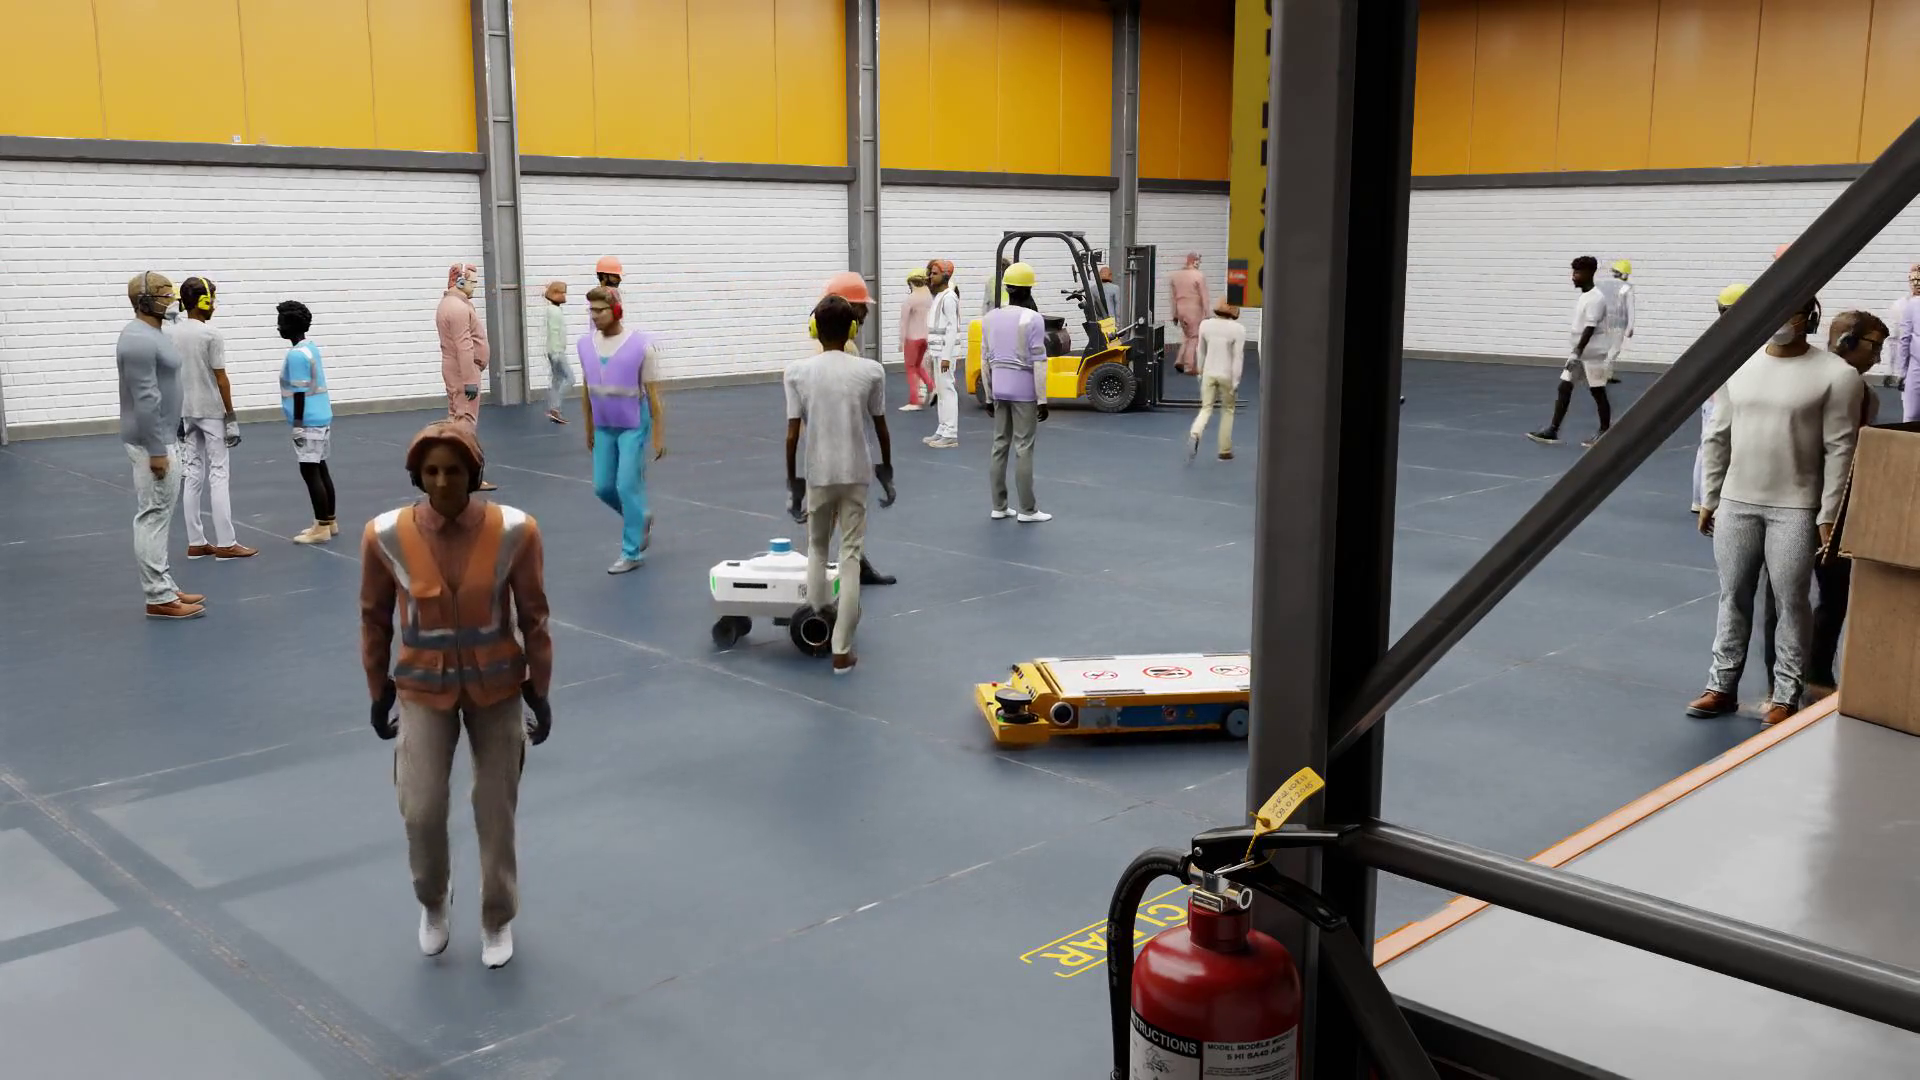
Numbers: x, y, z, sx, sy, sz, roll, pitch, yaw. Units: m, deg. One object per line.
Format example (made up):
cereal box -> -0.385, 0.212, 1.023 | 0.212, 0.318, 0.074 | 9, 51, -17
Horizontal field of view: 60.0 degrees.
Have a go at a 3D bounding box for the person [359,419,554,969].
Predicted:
person -> -1.436, 0.459, 4.784 | 0.528, 1.624, 0.384 | -3, 11, -16

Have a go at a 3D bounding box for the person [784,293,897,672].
person -> -0.584, -0.297, 8.301 | 0.528, 1.848, 0.705 | 0, 10, 2

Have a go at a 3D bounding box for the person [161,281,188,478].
person -> -6.817, -1.368, 14.417 | 0.324, 1.743, 0.491 | 2, 11, 13

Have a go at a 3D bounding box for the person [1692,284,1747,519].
person -> 5.770, -1.040, 12.562 | 0.330, 1.768, 0.526 | 3, 11, 14

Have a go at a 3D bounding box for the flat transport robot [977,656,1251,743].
flat transport robot -> 0.828, 0.676, 7.288 | 1.431, 0.197, 0.652 | -1, 10, -7

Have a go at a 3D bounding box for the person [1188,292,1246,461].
person -> 2.414, -1.518, 15.593 | 0.510, 1.605, 0.624 | 7, 12, 32

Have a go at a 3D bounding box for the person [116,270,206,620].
person -> -4.484, -0.528, 9.301 | 0.377, 1.940, 0.628 | -4, 11, -19

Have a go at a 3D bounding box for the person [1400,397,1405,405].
person -> 5.143, -2.552, 20.511 | 0.608, 1.872, 0.998 | -3, 11, -16

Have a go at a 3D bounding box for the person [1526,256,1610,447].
person -> 6.185, -1.880, 16.730 | 0.931, 1.921, 0.610 | 0, 10, 1

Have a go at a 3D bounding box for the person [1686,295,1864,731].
person -> 3.511, -0.143, 7.203 | 0.372, 1.940, 0.631 | -9, 14, -42

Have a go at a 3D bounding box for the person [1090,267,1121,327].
person -> 2.298, -3.513, 26.411 | 0.500, 1.633, 0.279 | 3, 11, 13

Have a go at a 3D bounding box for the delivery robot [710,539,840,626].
delivery robot -> -0.929, 0.236, 8.654 | 0.707, 0.478, 0.477 | 1, 11, 8

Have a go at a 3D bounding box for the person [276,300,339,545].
person -> -4.534, -0.814, 11.550 | 0.321, 1.693, 0.538 | -2, 11, -11

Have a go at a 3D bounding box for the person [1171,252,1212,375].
person -> 3.543, -3.445, 25.387 | 0.433, 1.879, 0.639 | -7, 13, -35

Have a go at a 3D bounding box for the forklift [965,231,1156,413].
forklift -> 1.222, -2.721, 20.561 | 2.313, 2.155, 1.214 | 2, 11, 13

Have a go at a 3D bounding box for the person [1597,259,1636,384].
person -> 9.234, -3.072, 23.578 | 0.754, 1.800, 0.624 | -8, 13, -36

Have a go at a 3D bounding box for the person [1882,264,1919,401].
person -> 8.798, -1.573, 15.180 | 0.439, 1.878, 0.698 | -8, 13, -36

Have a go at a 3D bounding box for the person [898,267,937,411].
person -> -0.526, -2.426, 20.195 | 0.408, 1.743, 0.521 | 8, 13, 36

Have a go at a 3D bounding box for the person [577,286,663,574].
person -> -2.132, -0.716, 10.644 | 0.596, 1.822, 0.566 | 5, 11, 24

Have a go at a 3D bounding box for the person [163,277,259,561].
person -> -4.967, -0.793, 10.953 | 0.520, 1.865, 0.328 | 4, 11, 20

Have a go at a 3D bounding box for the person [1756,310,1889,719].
person -> 3.777, -0.105, 7.370 | 0.631, 1.809, 0.378 | -1, 10, -3

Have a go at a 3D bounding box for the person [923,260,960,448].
person -> -0.177, -1.878, 16.811 | 0.352, 1.884, 0.580 | -2, 11, -12

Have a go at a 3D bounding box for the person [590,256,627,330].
person -> -3.403, -1.784, 16.161 | 0.373, 1.933, 0.550 | -3, 11, -14

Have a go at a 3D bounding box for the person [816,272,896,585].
person -> -0.687, -0.633, 9.943 | 0.485, 1.935, 0.552 | -1, 10, -6

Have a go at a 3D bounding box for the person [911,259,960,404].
person -> -0.321, -2.624, 21.034 | 0.631, 1.836, 0.430 | 0, 10, -1

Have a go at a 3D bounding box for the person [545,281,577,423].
person -> -4.521, -2.111, 18.816 | 0.358, 1.620, 0.501 | -3, 11, -14

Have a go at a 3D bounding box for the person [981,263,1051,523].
person -> 0.421, -1.091, 12.402 | 0.585, 1.929, 0.377 | 9, 14, 41

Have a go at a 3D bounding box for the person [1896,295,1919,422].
person -> 8.444, -1.444, 14.383 | 0.642, 1.909, 0.399 | 8, 13, 36

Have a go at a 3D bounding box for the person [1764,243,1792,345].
person -> 8.845, -2.160, 17.922 | 0.382, 2.040, 0.616 | 4, 11, 22

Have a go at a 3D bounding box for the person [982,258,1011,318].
person -> 0.643, -3.300, 24.830 | 0.639, 1.794, 0.986 | 5, 11, 25

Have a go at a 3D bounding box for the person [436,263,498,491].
person -> -4.146, -1.363, 13.959 | 0.409, 1.903, 0.638 | -5, 12, -27

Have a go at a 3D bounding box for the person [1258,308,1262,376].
person -> 2.962, -1.567, 14.858 | 0.619, 1.989, 0.396 | 5, 12, 27
